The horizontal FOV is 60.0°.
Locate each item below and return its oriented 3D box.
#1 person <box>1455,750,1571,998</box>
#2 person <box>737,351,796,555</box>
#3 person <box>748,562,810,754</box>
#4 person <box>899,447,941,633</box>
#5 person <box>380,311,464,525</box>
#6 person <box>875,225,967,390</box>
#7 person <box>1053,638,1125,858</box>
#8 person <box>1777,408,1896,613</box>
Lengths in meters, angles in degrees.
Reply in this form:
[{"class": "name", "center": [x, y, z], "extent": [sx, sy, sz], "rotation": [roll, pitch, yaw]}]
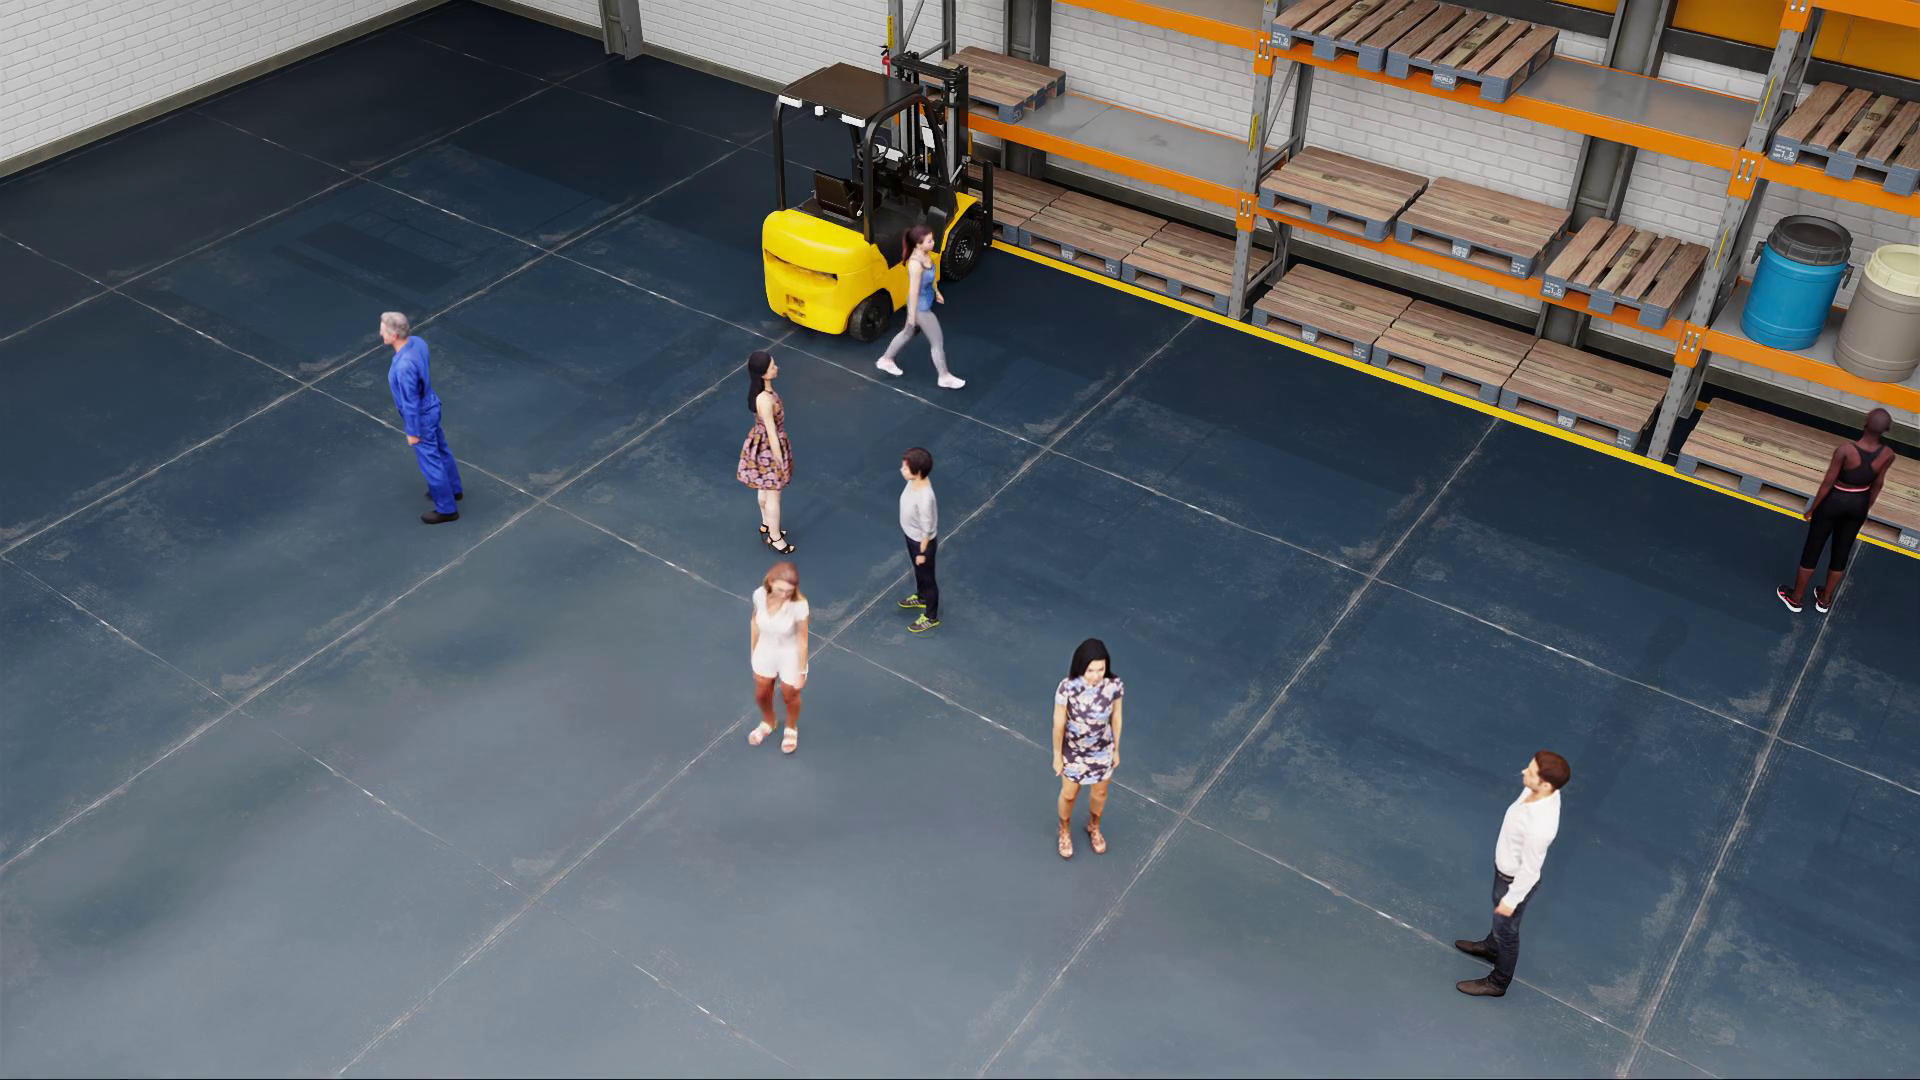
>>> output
[{"class": "person", "center": [3.155, 1.881, 9.410], "extent": [0.667, 1.871, 0.724], "rotation": [9, 40, 11]}, {"class": "person", "center": [-1.448, -0.670, 12.682], "extent": [0.863, 1.774, 0.792], "rotation": [-11, 40, -14]}, {"class": "person", "center": [-1.184, 0.753, 10.982], "extent": [0.575, 1.671, 0.761], "rotation": [24, 44, 27]}, {"class": "person", "center": [-0.276, -0.028, 12.056], "extent": [0.679, 1.552, 0.605], "rotation": [-9, 39, -11]}, {"class": "person", "center": [-4.202, -0.976, 13.024], "extent": [0.811, 1.825, 0.778], "rotation": [-4, 39, -5]}, {"class": "person", "center": [-0.414, -2.044, 14.561], "extent": [1.131, 1.575, 0.908], "rotation": [4, 39, 5]}, {"class": "person", "center": [0.791, 1.276, 10.277], "extent": [0.649, 1.734, 0.699], "rotation": [-8, 39, -10]}, {"class": "person", "center": [6.424, -0.216, 12.125], "extent": [0.624, 1.758, 0.734], "rotation": [4, 39, 4]}]
